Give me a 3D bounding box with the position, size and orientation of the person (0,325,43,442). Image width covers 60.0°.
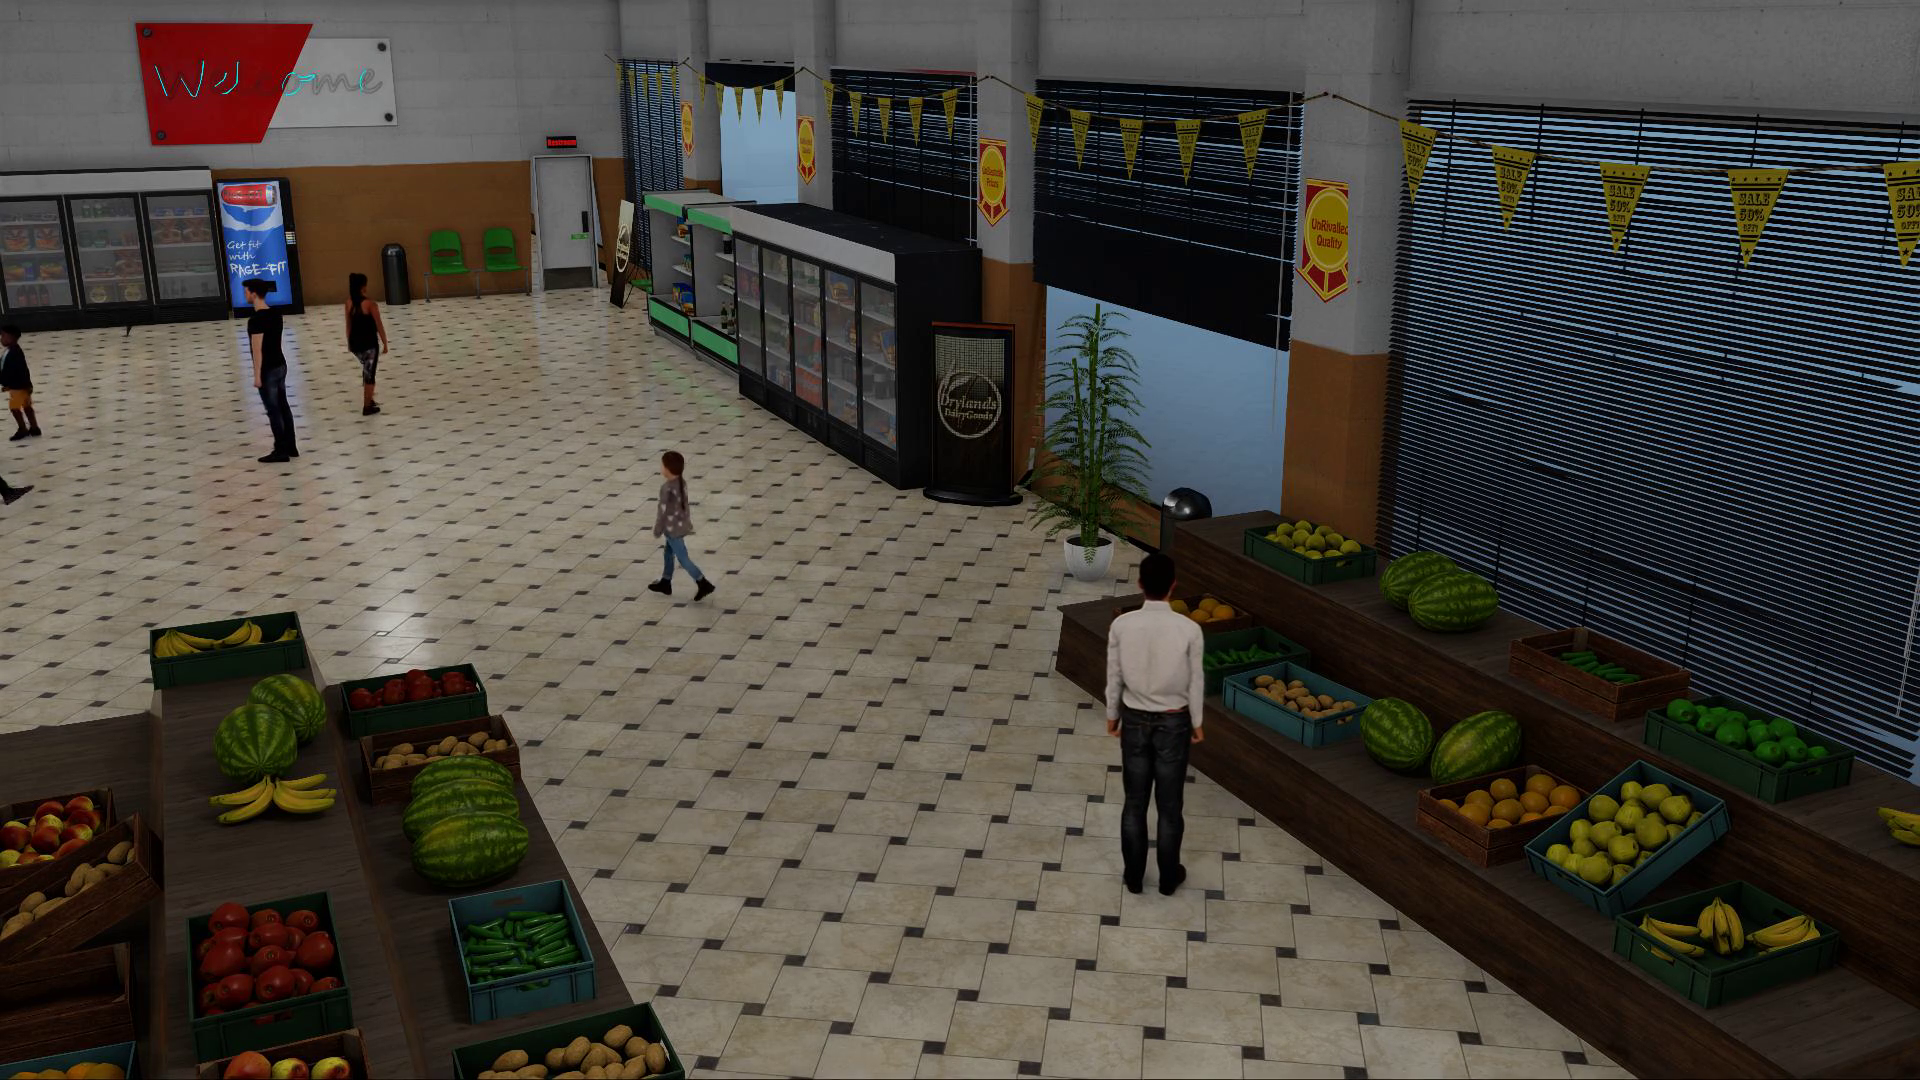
[{"bbox_3d":[-10.240,-1.731,18.199,0.643,1.260,0.564,-14,22,-38],"label":"person"}]

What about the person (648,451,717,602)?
[{"bbox_3d":[-2.167,-0.086,12.930,0.862,1.174,0.813,6,18,18],"label":"person"}]

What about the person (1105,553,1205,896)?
[{"bbox_3d":[0.992,0.947,8.440,0.743,1.806,0.797,6,18,18],"label":"person"}]

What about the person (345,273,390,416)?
[{"bbox_3d":[-6.947,-2.261,19.268,0.722,1.652,0.775,5,18,16],"label":"person"}]

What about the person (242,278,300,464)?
[{"bbox_3d":[-7.124,-1.760,17.204,0.799,1.894,0.677,2,17,5],"label":"person"}]
